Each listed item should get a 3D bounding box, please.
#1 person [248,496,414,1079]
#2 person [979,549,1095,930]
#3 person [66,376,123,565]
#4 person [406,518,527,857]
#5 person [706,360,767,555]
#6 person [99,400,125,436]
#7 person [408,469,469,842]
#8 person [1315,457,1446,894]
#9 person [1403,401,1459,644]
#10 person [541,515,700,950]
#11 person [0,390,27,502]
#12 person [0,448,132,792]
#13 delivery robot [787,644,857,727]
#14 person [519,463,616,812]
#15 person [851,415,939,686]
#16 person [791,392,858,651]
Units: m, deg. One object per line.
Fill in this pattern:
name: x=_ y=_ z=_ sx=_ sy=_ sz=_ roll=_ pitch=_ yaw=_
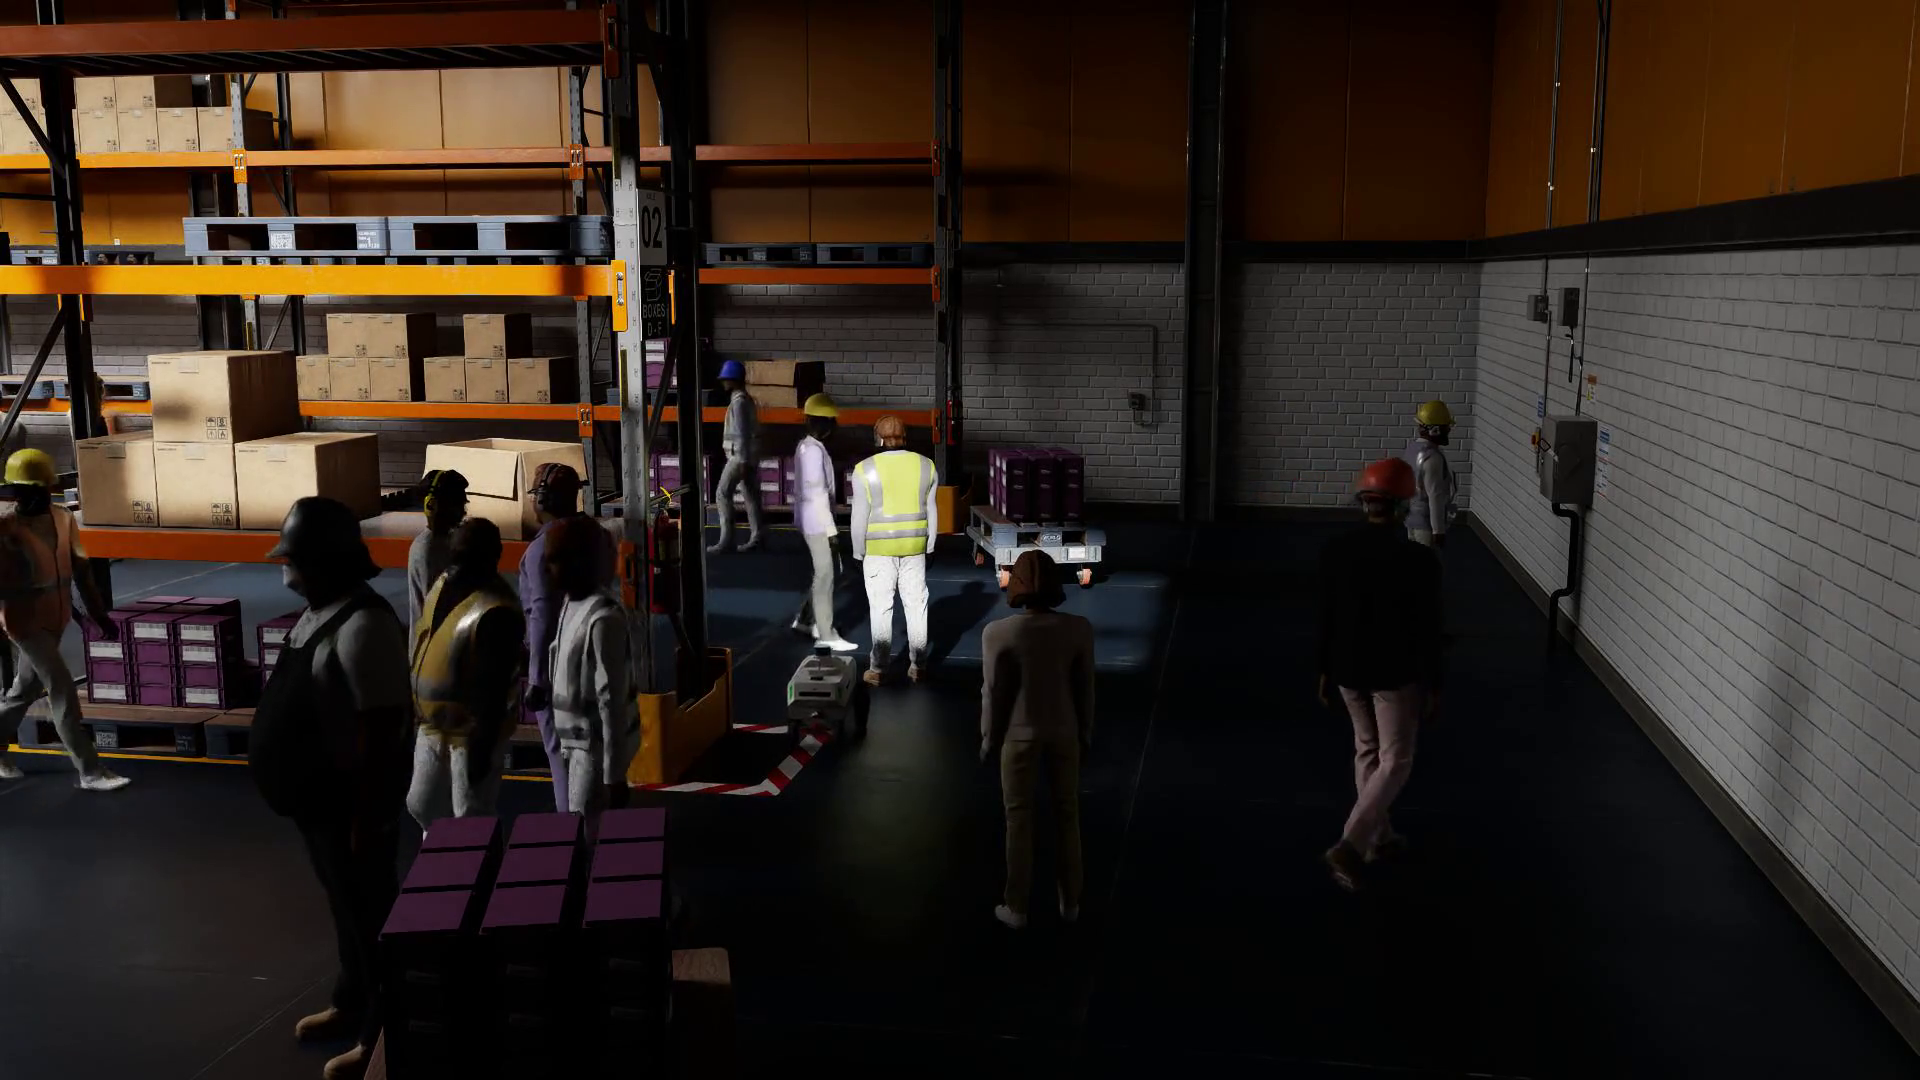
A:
person: x=-2.189 y=0.850 z=5.810 sx=0.536 sy=2.000 sz=0.688 roll=-6 pitch=11 yaw=-32
person: x=0.329 y=0.849 z=7.078 sx=0.499 sy=1.633 sz=0.284 roll=-2 pitch=9 yaw=-11
person: x=-8.260 y=-0.667 z=15.836 sx=0.338 sy=1.844 sz=0.514 roll=-1 pitch=9 yaw=-4
person: x=-2.066 y=0.791 z=6.950 sx=0.429 sy=1.797 sz=0.720 roll=-8 pitch=12 yaw=-42
person: x=-2.260 y=-0.815 z=16.480 sx=0.720 sy=1.920 sz=0.627 roll=0 pitch=9 yaw=3
person: x=-9.016 y=-0.809 z=17.518 sx=0.853 sy=1.573 sz=0.563 roll=3 pitch=10 yaw=19
person: x=-2.471 y=0.588 z=7.987 sx=0.330 sy=1.865 sz=0.518 roll=-3 pitch=9 yaw=-15
person: x=1.892 y=0.602 z=7.583 sx=0.639 sy=1.968 sz=0.891 roll=9 pitch=13 yaw=44
person: x=3.551 y=-0.138 z=12.583 sx=0.404 sy=1.833 sz=0.592 roll=-1 pitch=9 yaw=-4
person: x=-1.380 y=0.822 z=6.518 sx=0.496 sy=1.873 sz=0.591 roll=-4 pitch=10 yaw=-22
person: x=-7.889 y=-0.348 z=13.566 sx=0.356 sy=1.936 sz=0.635 roll=7 pitch=11 yaw=36
person: x=-5.011 y=0.426 z=8.969 sx=1.006 sy=1.880 sz=0.595 roll=1 pitch=9 yaw=8
delivery robot: x=-0.824 y=0.869 z=9.996 sx=0.477 sy=0.478 sz=0.707 roll=1 pitch=9 yaw=3
person: x=-1.882 y=0.583 z=7.884 sx=0.402 sy=1.906 sz=0.652 roll=3 pitch=10 yaw=16
person: x=-0.452 y=0.071 z=11.266 sx=0.620 sy=1.842 sz=0.429 roll=-3 pitch=10 yaw=-20
person: x=-0.998 y=-0.128 z=12.244 sx=0.449 sy=1.919 sz=0.607 roll=-1 pitch=9 yaw=-4
